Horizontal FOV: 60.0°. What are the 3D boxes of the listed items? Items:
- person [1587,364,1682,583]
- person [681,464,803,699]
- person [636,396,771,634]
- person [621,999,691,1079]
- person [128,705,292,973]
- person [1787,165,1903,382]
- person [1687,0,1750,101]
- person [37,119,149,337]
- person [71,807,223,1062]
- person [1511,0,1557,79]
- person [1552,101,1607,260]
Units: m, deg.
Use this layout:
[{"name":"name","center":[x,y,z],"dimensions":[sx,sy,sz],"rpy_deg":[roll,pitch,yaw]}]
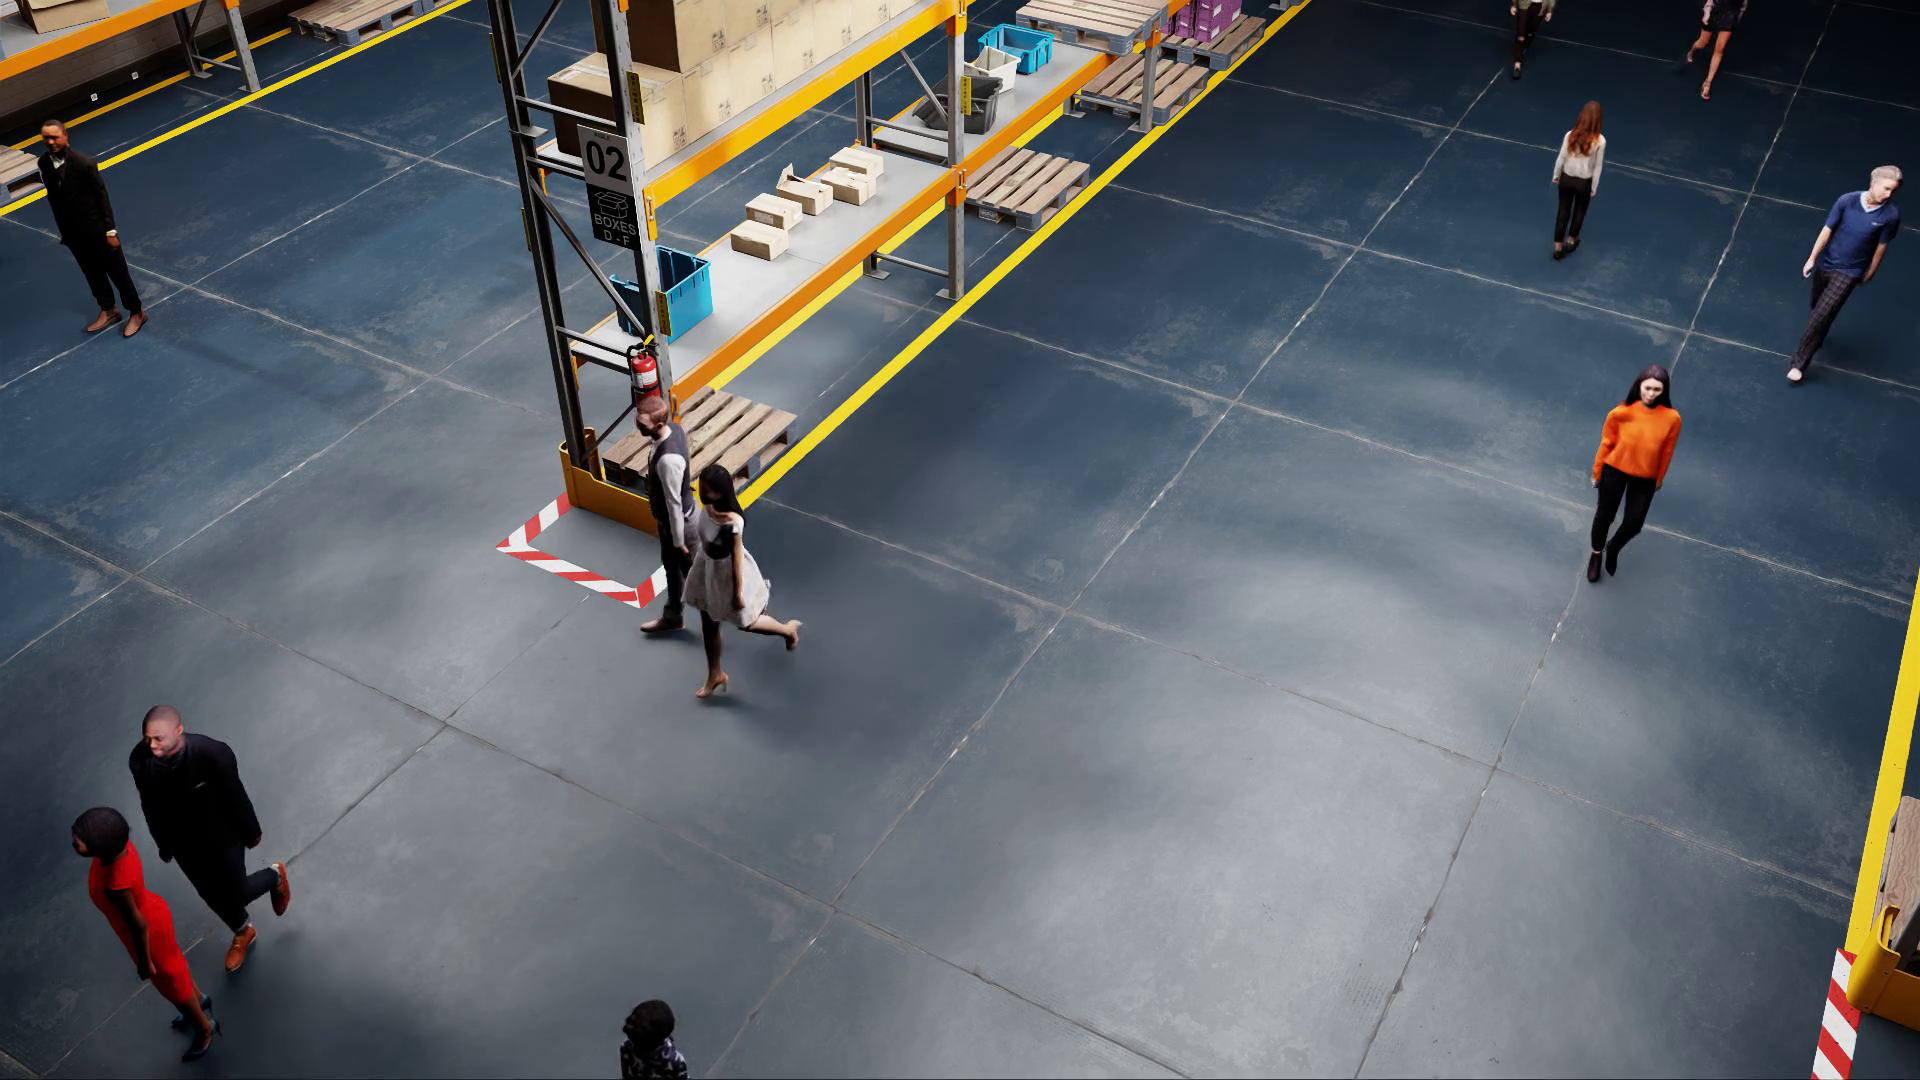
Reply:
[{"name":"person","center":[4.583,-0.480,11.402],"dimensions":[0.667,1.738,0.643],"rpy_deg":[13,40,16]},{"name":"person","center":[-1.396,0.241,10.490],"dimensions":[1.120,1.750,0.903],"rpy_deg":[-22,44,-25]},{"name":"person","center":[-1.734,-0.151,10.854],"dimensions":[1.180,1.909,1.151],"rpy_deg":[-7,39,-8]},{"name":"person","center":[-1.438,2.614,7.917],"dimensions":[0.529,1.254,0.534],"rpy_deg":[12,40,15]},{"name":"person","center":[-3.975,1.514,8.851],"dimensions":[0.869,1.805,0.957],"rpy_deg":[4,39,5]},{"name":"person","center":[7.190,-2.237,13.537],"dimensions":[1.222,1.820,0.871],"rpy_deg":[-29,47,-31]},{"name":"person","center":[8.145,-5.671,17.859],"dimensions":[0.876,1.792,1.069],"rpy_deg":[3,39,4]},{"name":"person","center":[-7.317,-2.627,13.958],"dimensions":[0.775,1.904,0.724],"rpy_deg":[8,39,10]},{"name":"person","center":[-4.068,1.968,8.333],"dimensions":[0.656,1.743,0.646],"rpy_deg":[-19,42,-22]},{"name":"person","center":[6.343,-5.904,18.437],"dimensions":[0.821,1.435,1.075],"rpy_deg":[6,39,8]},{"name":"person","center":[5.556,-3.216,15.038],"dimensions":[0.570,1.476,0.621],"rpy_deg":[21,43,24]}]
